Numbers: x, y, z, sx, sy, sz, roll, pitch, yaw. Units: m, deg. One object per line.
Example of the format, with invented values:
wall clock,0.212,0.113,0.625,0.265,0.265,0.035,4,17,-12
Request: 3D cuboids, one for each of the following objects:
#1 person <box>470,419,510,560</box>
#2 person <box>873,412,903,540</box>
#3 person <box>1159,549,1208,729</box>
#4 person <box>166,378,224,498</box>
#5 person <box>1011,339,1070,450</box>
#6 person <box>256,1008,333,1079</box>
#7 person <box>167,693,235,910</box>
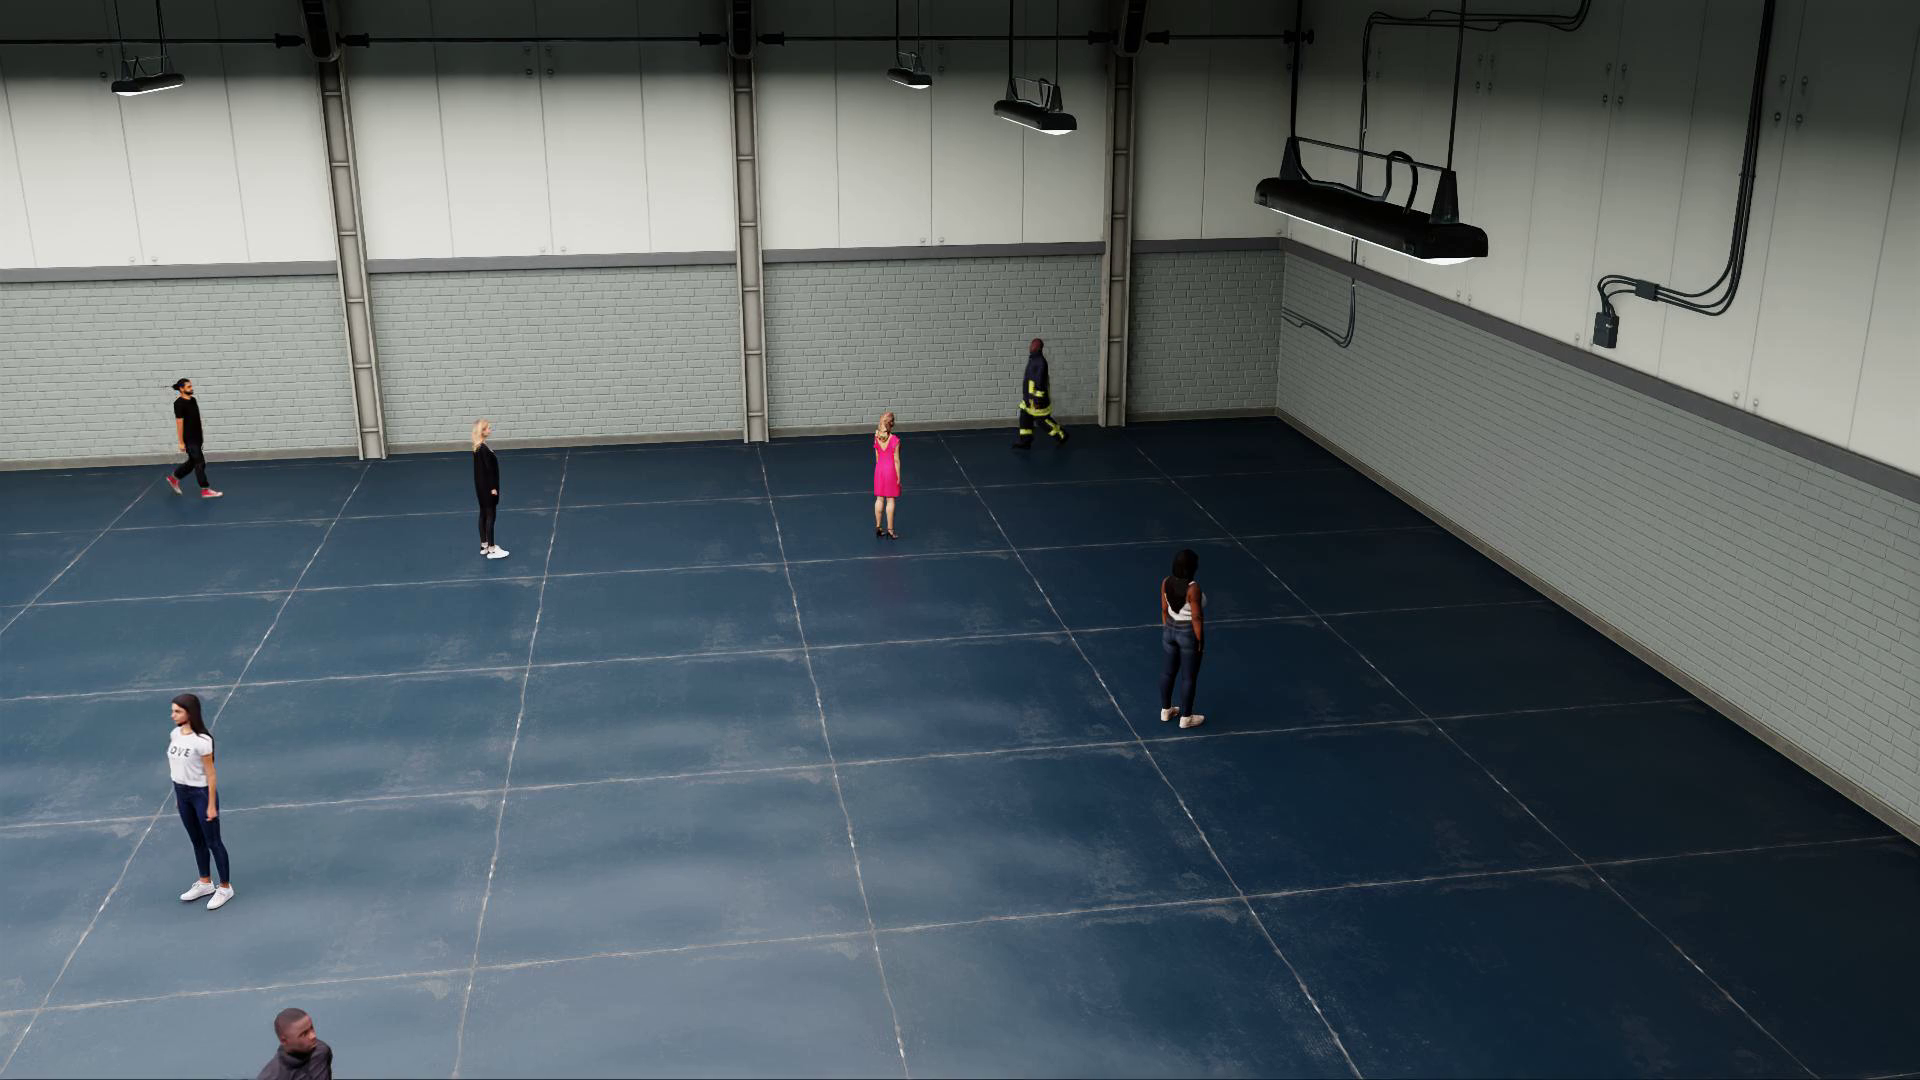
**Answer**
person,-6.087,-0.666,21.330,0.671,1.804,0.680,-12,22,-33
person,-0.982,-0.865,22.066,0.664,1.726,0.725,12,22,33
person,2.181,0.953,16.348,0.769,1.810,0.744,-15,23,-39
person,-11.106,-1.450,23.841,1.099,1.739,0.759,0,18,0
person,1.305,-2.293,26.340,1.176,1.795,0.782,-5,19,-14
person,-3.661,3.330,9.052,1.029,1.807,0.947,10,20,27
person,-5.991,2.033,13.087,0.641,1.775,0.727,9,20,26
